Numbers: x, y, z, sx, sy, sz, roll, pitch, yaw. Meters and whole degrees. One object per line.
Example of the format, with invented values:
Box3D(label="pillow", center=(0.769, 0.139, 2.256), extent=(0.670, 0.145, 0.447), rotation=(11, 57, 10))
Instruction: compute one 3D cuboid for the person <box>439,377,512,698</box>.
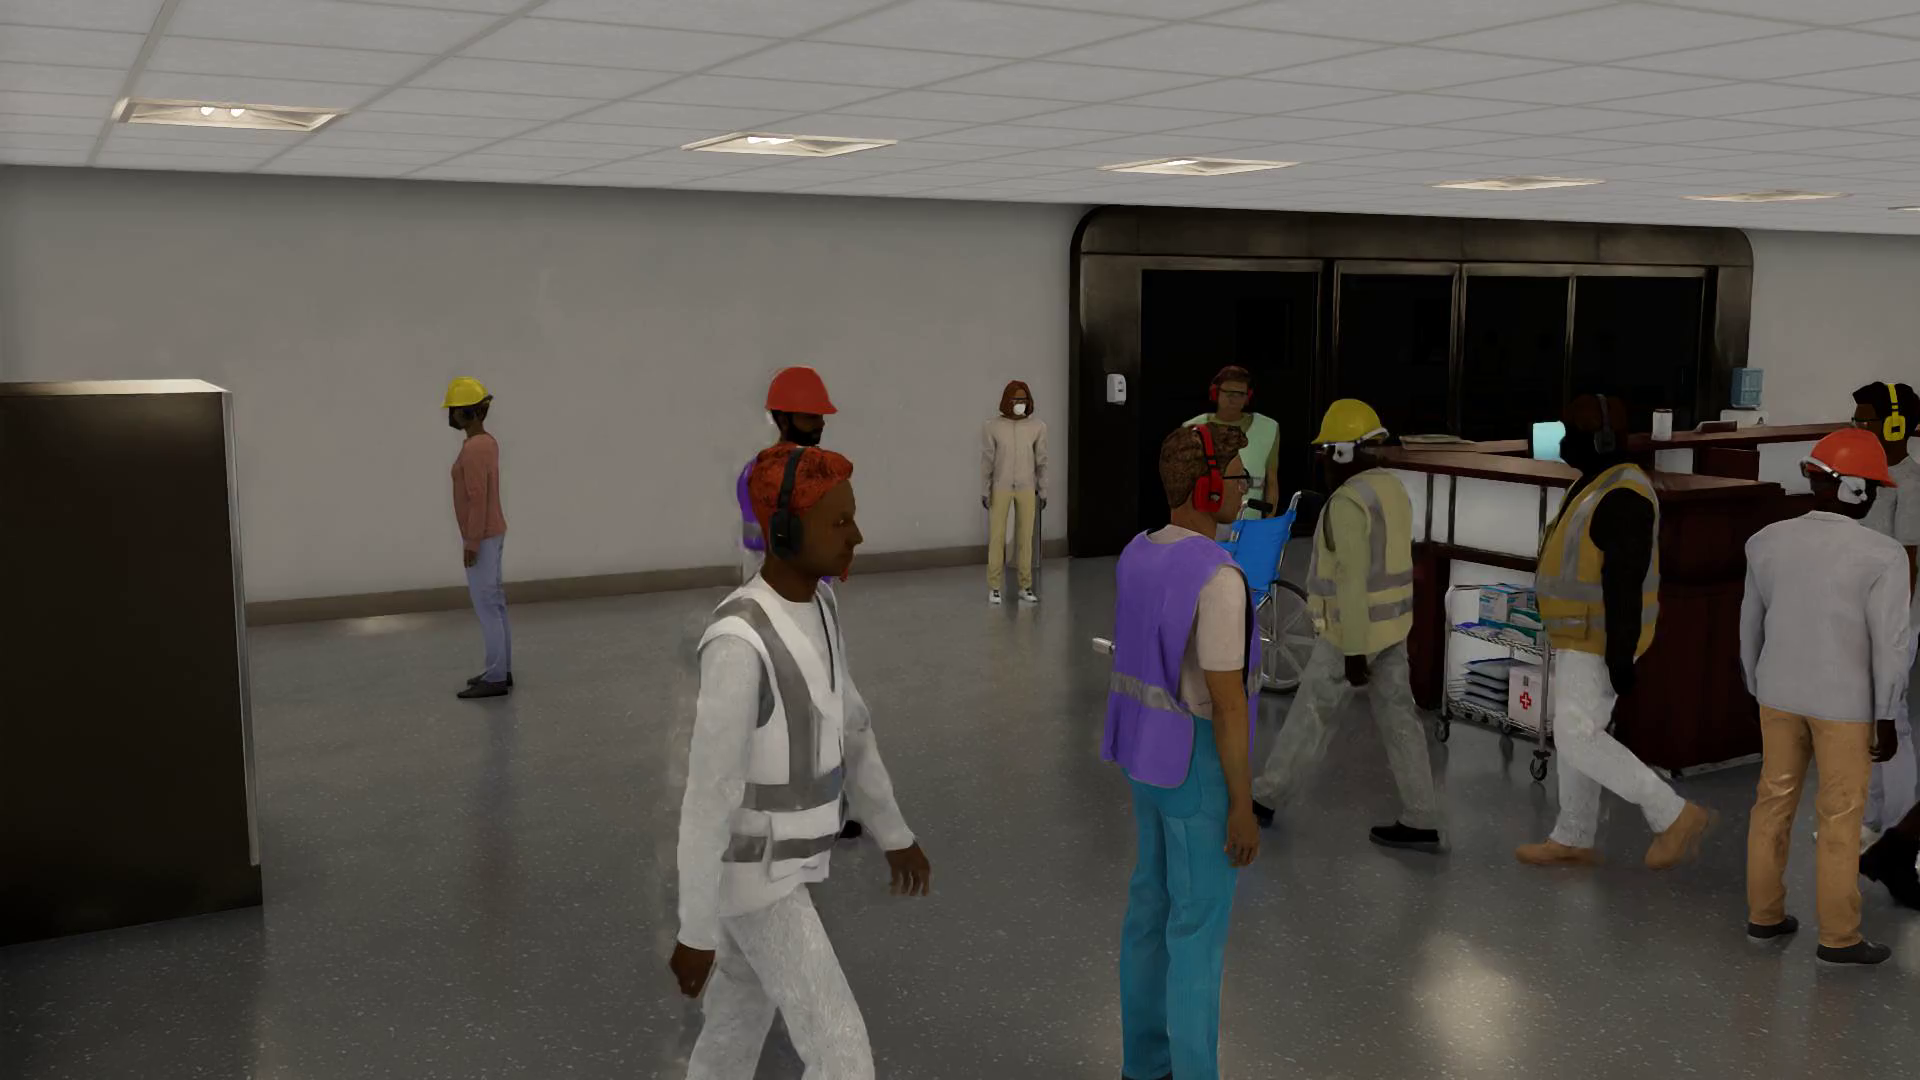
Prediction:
Box3D(label="person", center=(-2.673, -0.013, 9.173), extent=(0.331, 1.765, 0.533), rotation=(-1, 8, -7))

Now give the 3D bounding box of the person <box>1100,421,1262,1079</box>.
Box3D(label="person", center=(0.578, 0.619, 4.308), extent=(0.389, 1.844, 0.563), rotation=(-3, 8, -21))

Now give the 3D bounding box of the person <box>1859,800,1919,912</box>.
Box3D(label="person", center=(3.553, 0.418, 5.601), extent=(0.959, 1.902, 0.559), rotation=(7, 11, 43))

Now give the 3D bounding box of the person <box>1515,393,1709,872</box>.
Box3D(label="person", center=(2.425, 0.369, 6.182), extent=(0.568, 1.831, 0.626), rotation=(2, 8, 13))

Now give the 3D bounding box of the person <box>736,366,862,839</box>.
Box3D(label="person", center=(-0.746, 0.240, 6.816), extent=(0.760, 1.916, 0.549), rotation=(5, 9, 30))

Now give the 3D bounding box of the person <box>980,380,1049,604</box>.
Box3D(label="person", center=(0.396, -0.345, 12.090), extent=(0.504, 1.627, 0.286), rotation=(-1, 8, -10))

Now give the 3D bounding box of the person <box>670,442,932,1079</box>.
Box3D(label="person", center=(-0.291, 0.723, 3.556), extent=(0.877, 1.843, 0.601), rotation=(1, 8, 7))

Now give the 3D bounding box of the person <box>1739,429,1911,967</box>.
Box3D(label="person", center=(2.845, 0.506, 5.470), extent=(0.347, 1.744, 0.563), rotation=(-4, 9, -28))

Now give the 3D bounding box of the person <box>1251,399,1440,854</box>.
Box3D(label="person", center=(1.521, 0.331, 6.638), extent=(0.935, 1.772, 0.607), rotation=(6, 10, 38))

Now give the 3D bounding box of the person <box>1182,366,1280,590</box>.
Box3D(label="person", center=(1.494, -0.073, 9.395), extent=(0.584, 1.820, 0.457), rotation=(1, 8, 9))

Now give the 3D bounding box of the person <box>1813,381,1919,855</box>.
Box3D(label="person", center=(3.531, 0.328, 6.370), extent=(0.324, 1.861, 0.511), rotation=(2, 8, 16))
